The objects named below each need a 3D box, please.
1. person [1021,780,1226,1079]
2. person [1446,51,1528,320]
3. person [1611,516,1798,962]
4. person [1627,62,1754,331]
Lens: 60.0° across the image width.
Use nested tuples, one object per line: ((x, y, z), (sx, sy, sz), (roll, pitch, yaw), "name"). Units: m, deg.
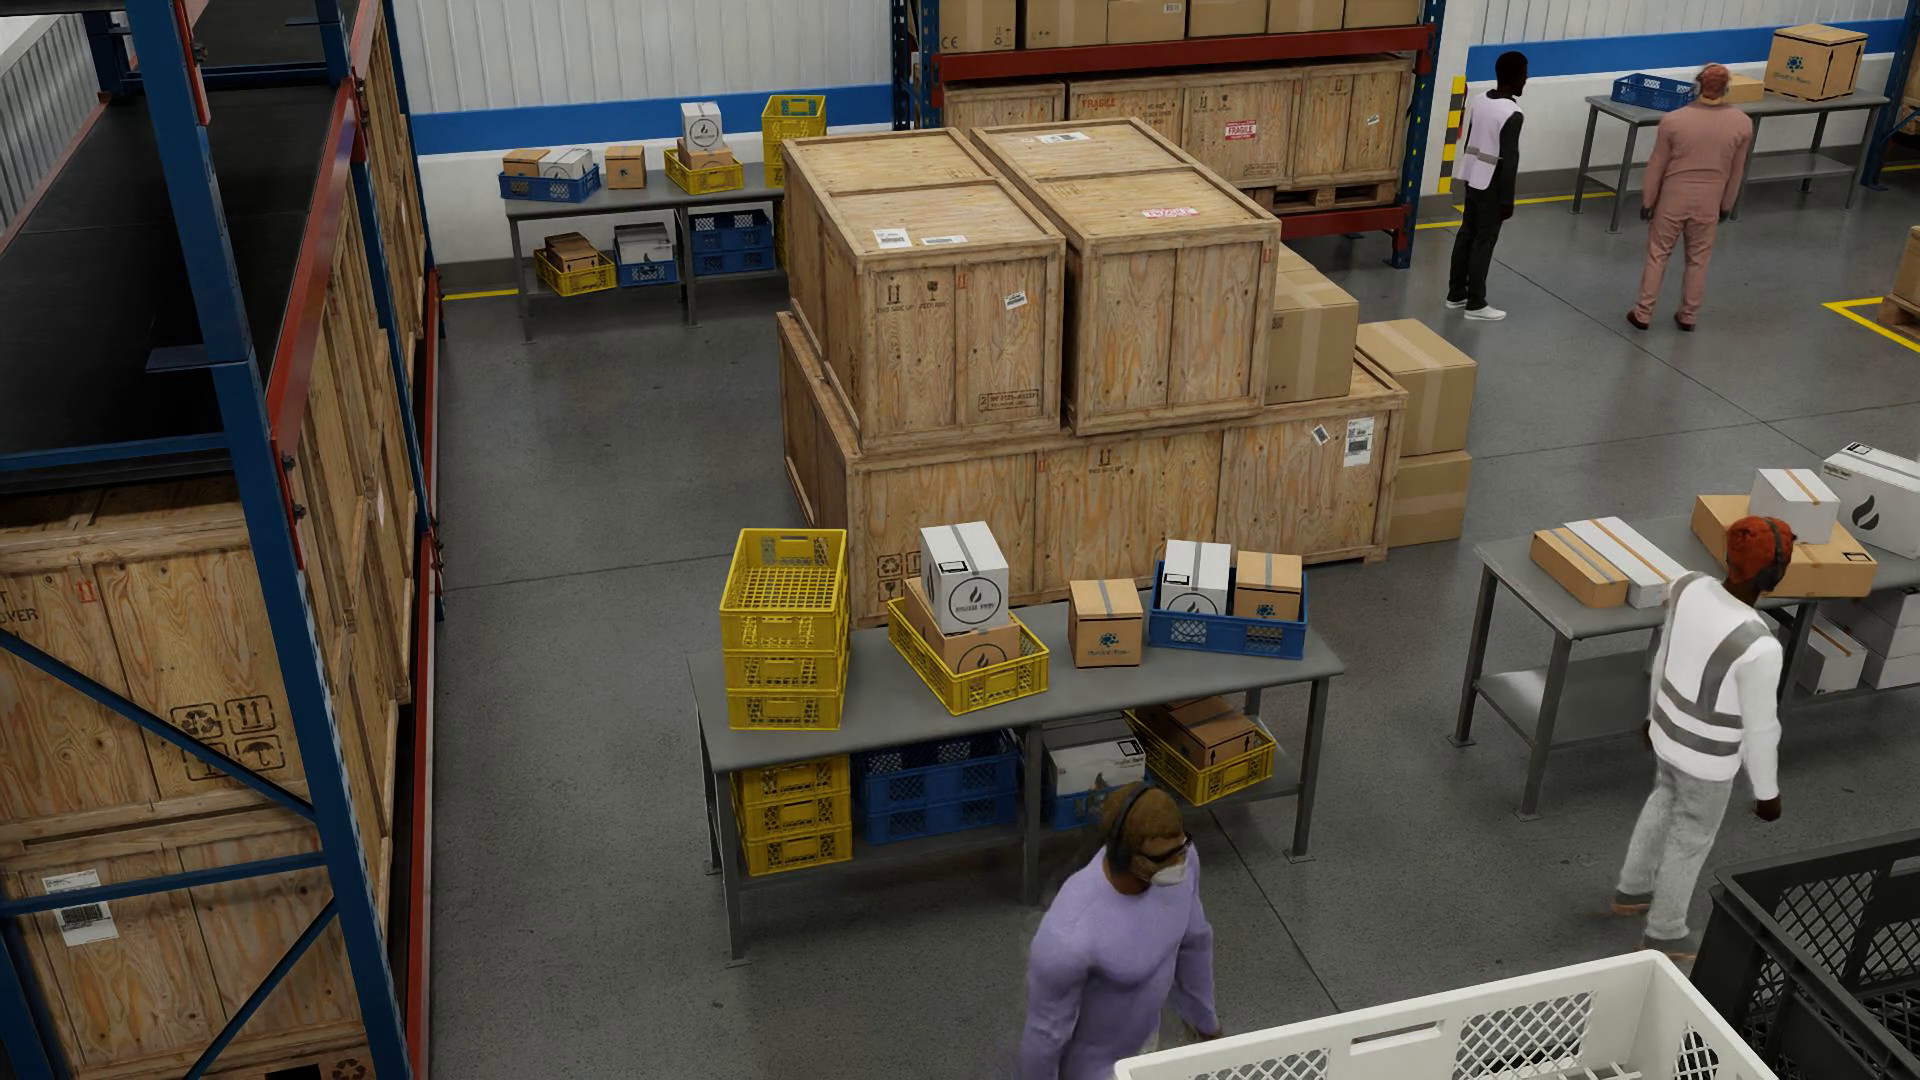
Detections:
((0.526, 1.481, 4.704), (0.840, 1.908, 0.640), (19, 34, 30), "person")
((3.816, -2.559, 12.038), (0.397, 1.920, 0.587), (-6, 29, -11), "person")
((2.731, 0.758, 6.065), (0.418, 1.879, 0.595), (-3, 29, -6), "person")
((5.171, -2.419, 11.810), (0.656, 1.901, 0.396), (4, 29, 7), "person")
